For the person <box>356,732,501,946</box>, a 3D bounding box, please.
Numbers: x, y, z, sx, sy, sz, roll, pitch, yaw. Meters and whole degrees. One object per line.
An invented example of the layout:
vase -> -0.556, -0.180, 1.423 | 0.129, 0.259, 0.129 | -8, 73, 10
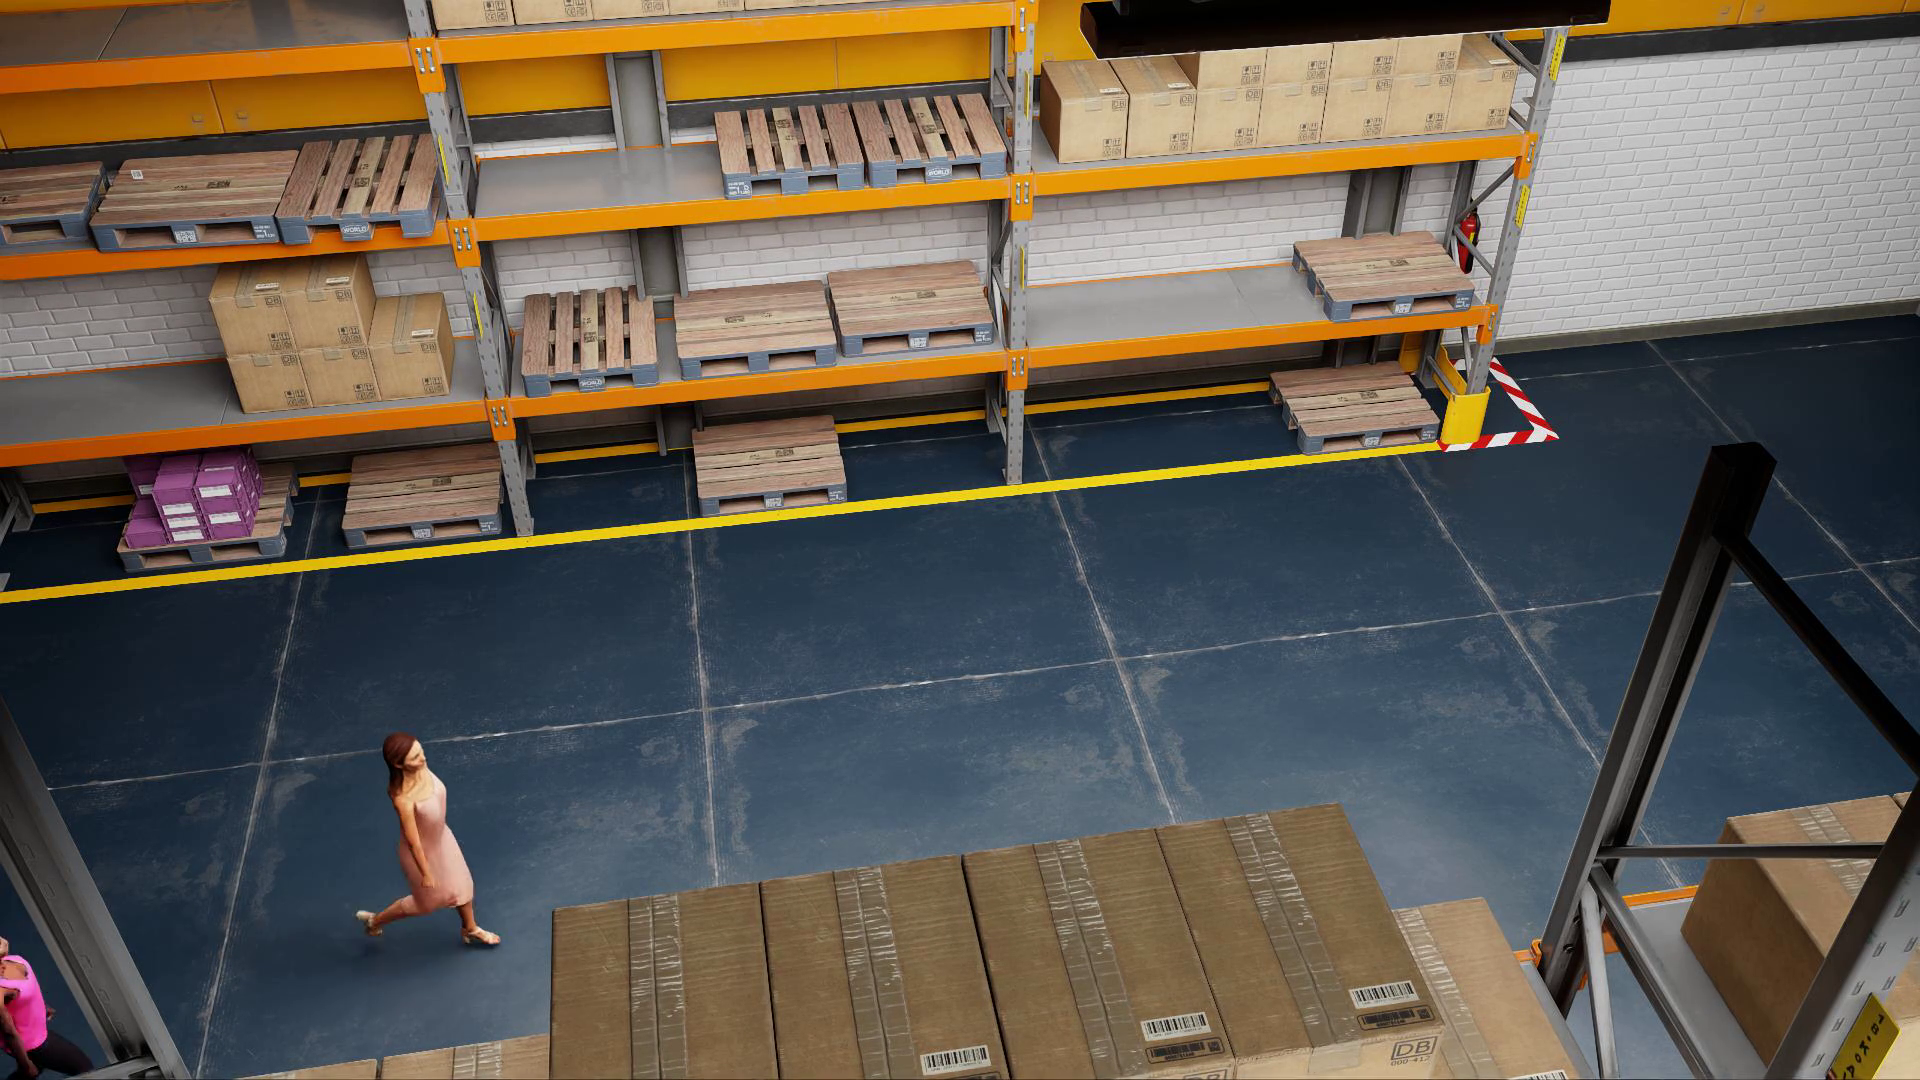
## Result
person -> -3.179, 1.780, 9.605 | 1.079, 1.806, 0.760 | 2, 39, 3

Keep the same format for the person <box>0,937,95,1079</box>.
person -> -4.946, 2.611, 8.656 | 1.163, 1.693, 0.778 | -17, 42, -21
